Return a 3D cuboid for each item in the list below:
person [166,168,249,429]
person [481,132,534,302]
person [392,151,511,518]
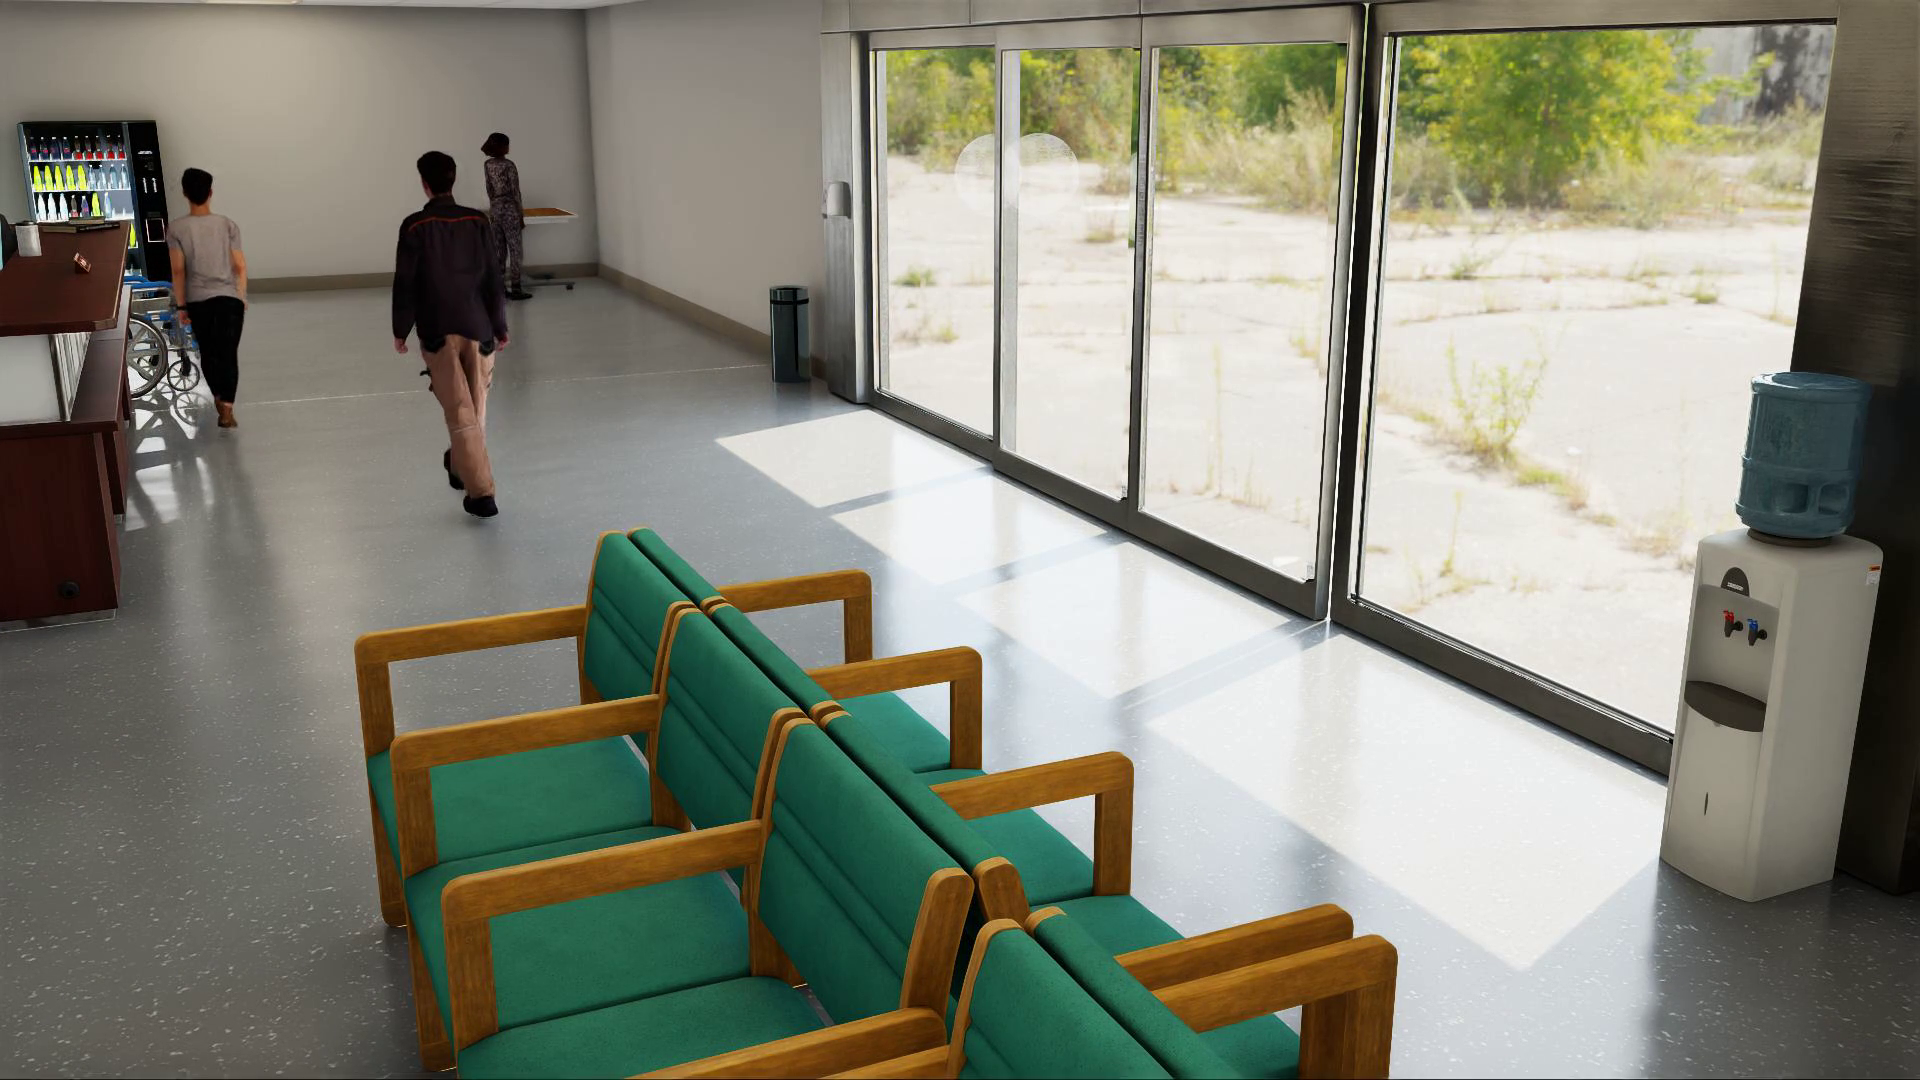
[{"bbox_3d":[-4.879,-1.532,10.876,1.135,1.674,0.790,-4,16,-15],"label":"person"},{"bbox_3d":[-4.741,-3.372,17.333,0.684,1.713,0.727,9,18,29],"label":"person"},{"bbox_3d":[-2.616,-1.038,8.741,1.162,1.883,0.923,-11,19,-34],"label":"person"}]
